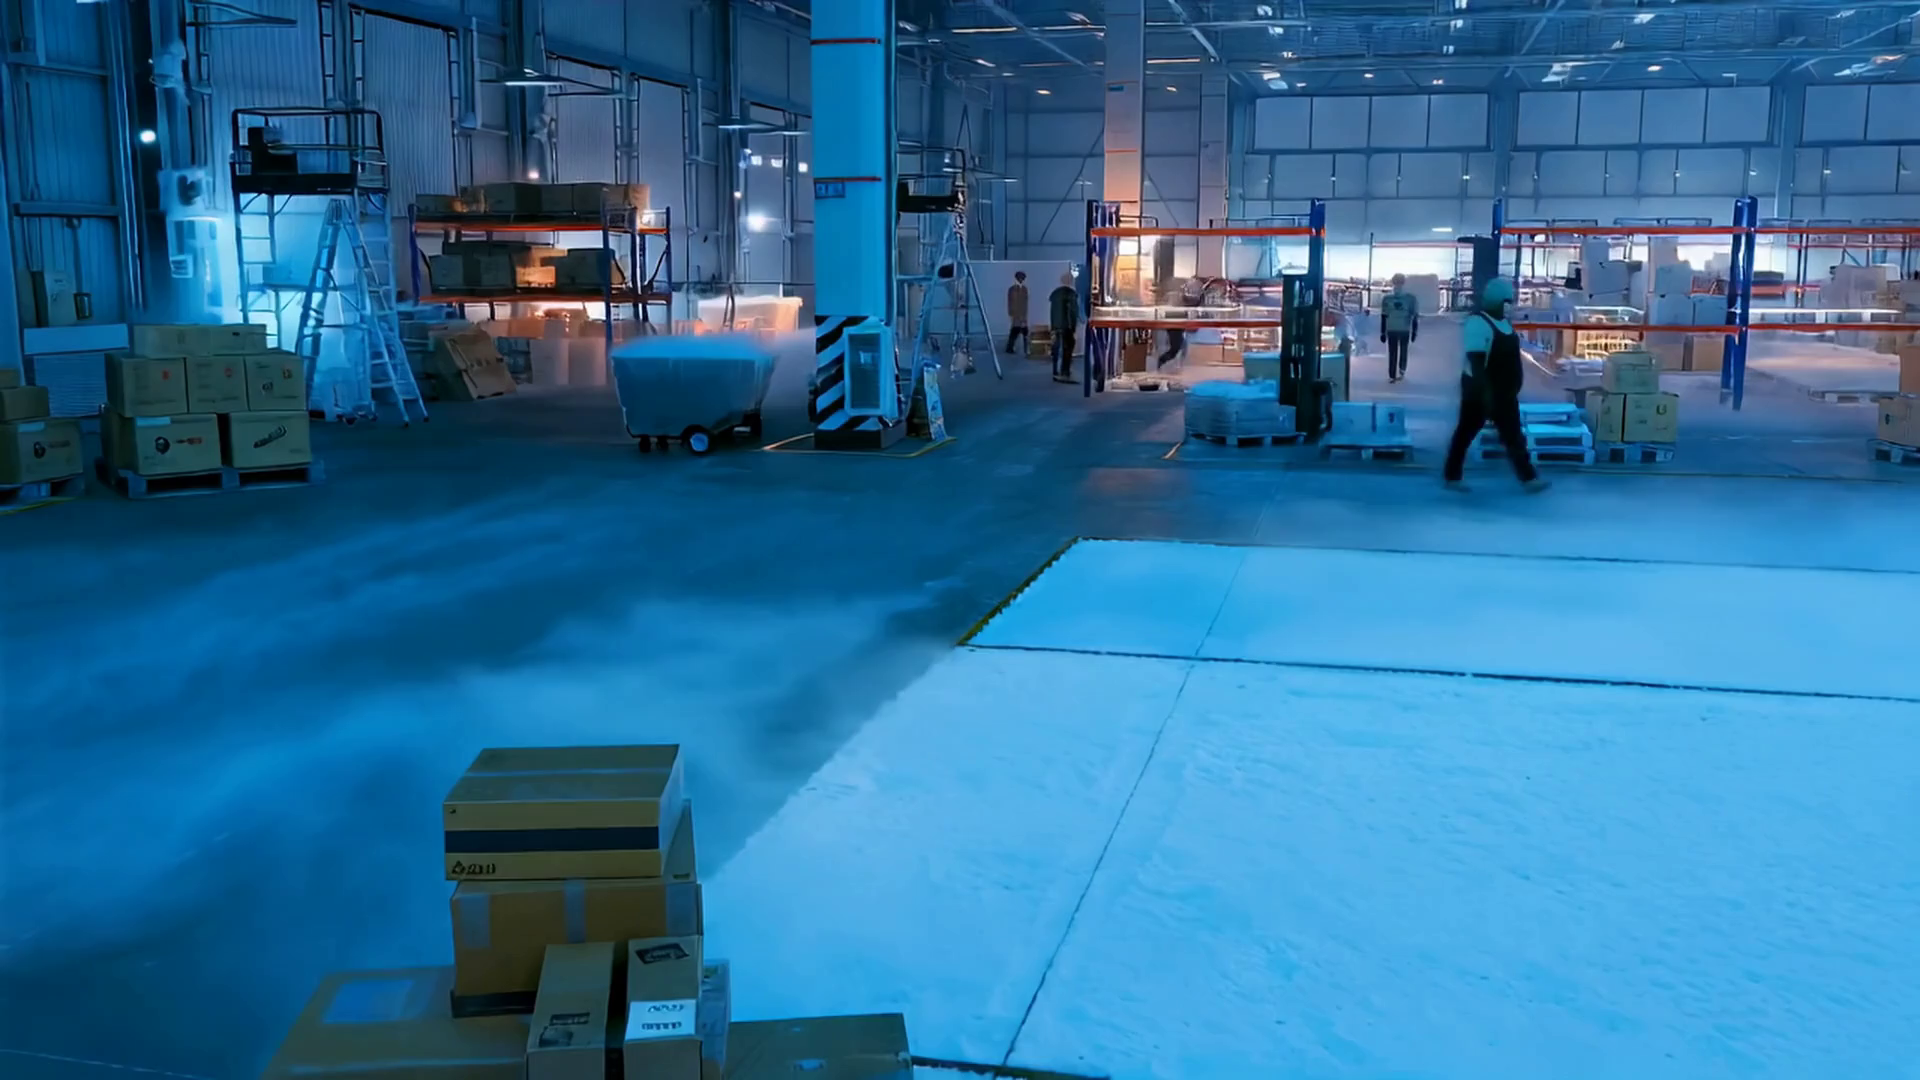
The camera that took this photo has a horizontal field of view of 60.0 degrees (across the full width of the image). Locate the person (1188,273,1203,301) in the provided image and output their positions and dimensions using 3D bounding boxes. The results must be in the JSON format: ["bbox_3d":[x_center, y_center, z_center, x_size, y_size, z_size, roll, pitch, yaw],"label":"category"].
[{"bbox_3d":[7.918,-8.125,55.834,0.539,1.657,0.860,-4,10,-20],"label":"person"}]

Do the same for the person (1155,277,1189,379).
[{"bbox_3d":[3.795,-3.762,29.643,0.666,1.828,0.628,-4,10,-22],"label":"person"}]

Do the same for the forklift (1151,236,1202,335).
[{"bbox_3d":[5.866,-7.214,46.878,1.873,2.768,1.129,2,10,14],"label":"forklift"}]

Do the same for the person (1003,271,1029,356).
[{"bbox_3d":[1.250,-5.031,36.965,0.550,1.892,0.785,-5,11,-25],"label":"person"}]

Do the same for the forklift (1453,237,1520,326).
[{"bbox_3d":[16.646,-8.157,52.434,1.873,2.768,1.129,1,10,8],"label":"forklift"}]

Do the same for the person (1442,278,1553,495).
[{"bbox_3d":[4.914,-1.421,15.237,0.692,2.000,1.028,-7,12,-35],"label":"person"}]

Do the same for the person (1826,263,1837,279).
[{"bbox_3d":[27.656,-7.784,52.836,0.378,1.996,0.610,-2,10,-14],"label":"person"}]

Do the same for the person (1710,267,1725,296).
[{"bbox_3d":[18.981,-5.873,41.752,0.372,1.941,0.627,4,10,21],"label":"person"}]

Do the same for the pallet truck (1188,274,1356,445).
[{"bbox_3d":[3.653,-2.138,19.590,1.885,1.965,0.823,-4,10,-20],"label":"pallet truck"}]

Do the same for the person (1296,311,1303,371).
[{"bbox_3d":[6.628,-4.099,31.913,0.321,1.736,0.488,6,11,31],"label":"person"}]

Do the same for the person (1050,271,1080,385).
[{"bbox_3d":[1.795,-3.632,28.568,0.379,1.937,0.629,-7,12,-35],"label":"person"}]

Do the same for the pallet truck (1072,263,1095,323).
[{"bbox_3d":[4.325,-8.180,55.162,0.823,1.965,1.885,6,11,31],"label":"pallet truck"}]

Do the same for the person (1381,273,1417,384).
[{"bbox_3d":[7.599,-3.659,28.813,0.597,1.905,0.642,3,10,17],"label":"person"}]
